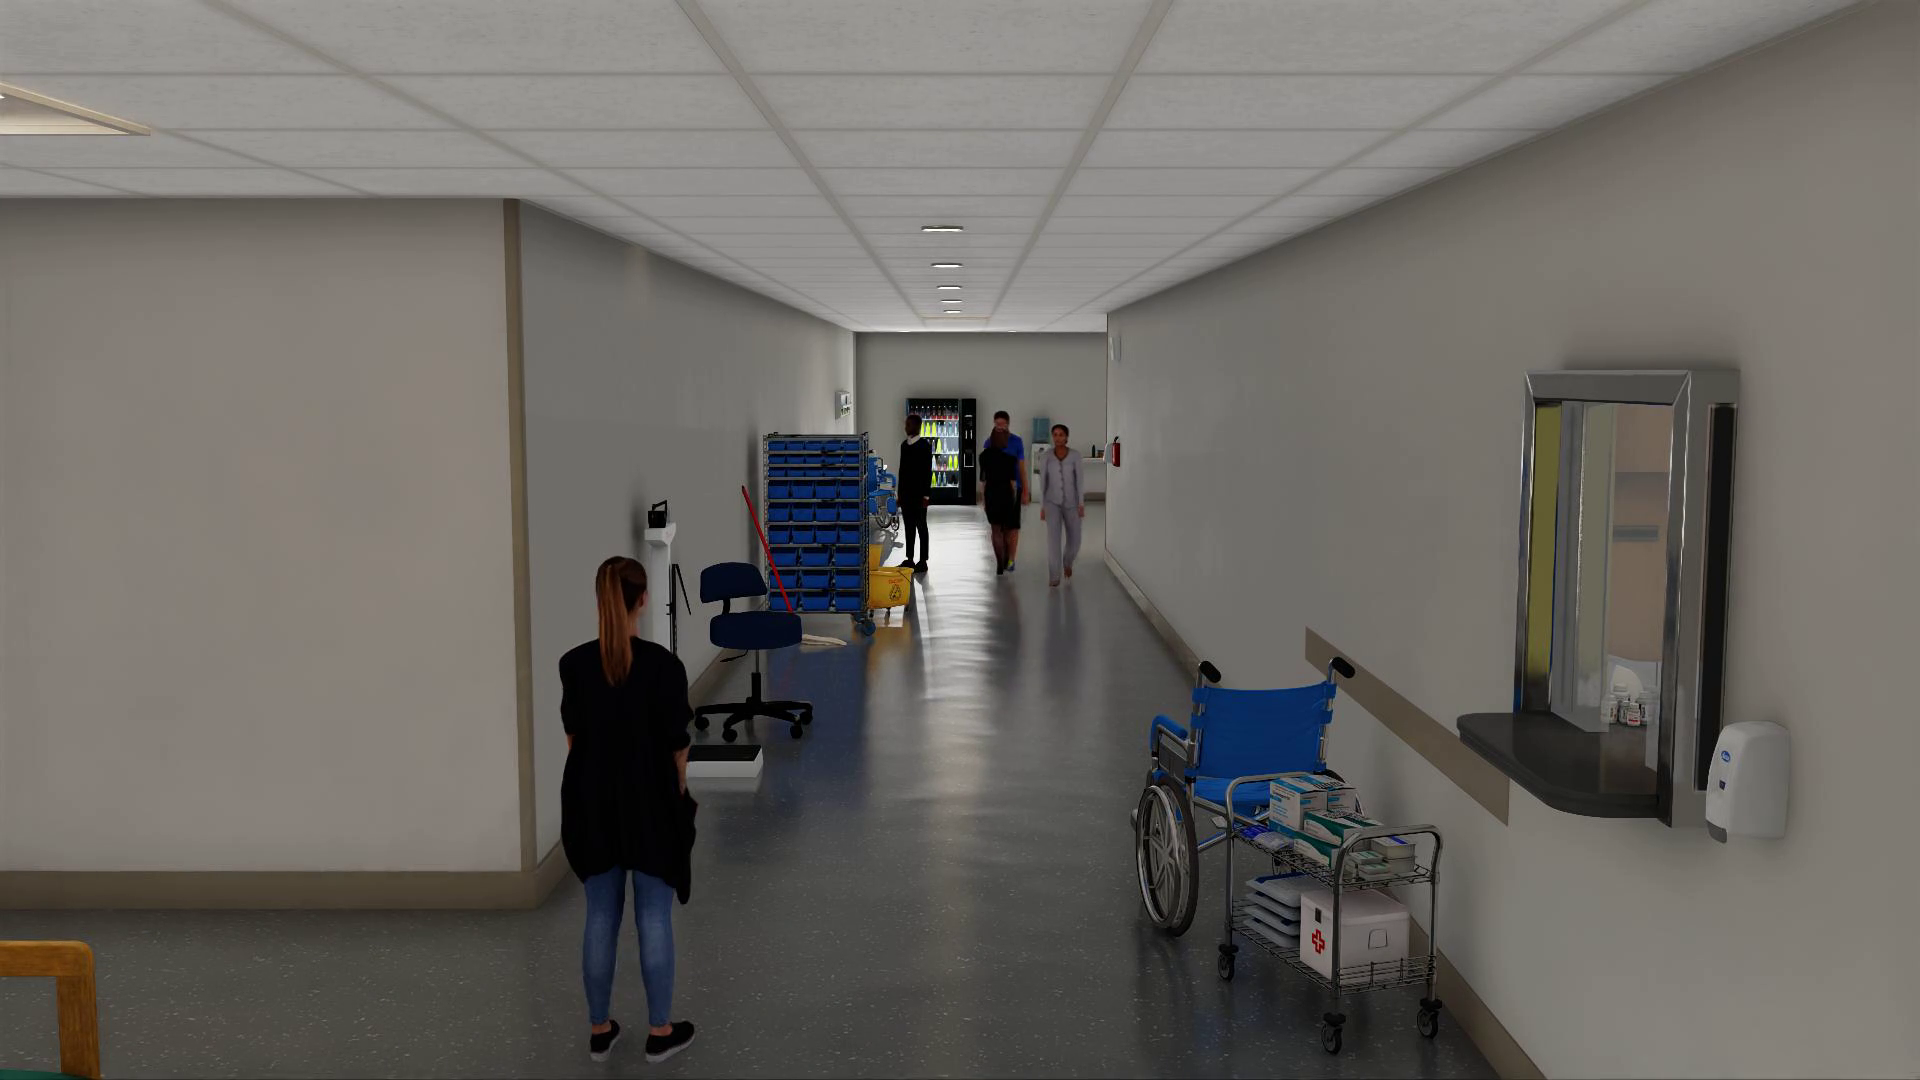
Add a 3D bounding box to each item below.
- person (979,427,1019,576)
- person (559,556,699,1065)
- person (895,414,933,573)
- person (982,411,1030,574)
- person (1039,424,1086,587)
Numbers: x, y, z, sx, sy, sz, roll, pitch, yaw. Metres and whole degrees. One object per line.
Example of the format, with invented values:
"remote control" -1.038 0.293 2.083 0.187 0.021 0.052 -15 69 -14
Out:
"person" 0.432 -0.437 18.643 0.570 1.688 0.644 0 6 3
"person" -1.104 0.886 5.504 0.539 1.684 0.717 1 6 8
"person" -0.513 -0.548 19.136 0.706 1.810 0.773 5 8 43
"person" 0.532 -0.529 18.892 0.951 1.820 0.846 1 6 13
"person" 1.105 -0.372 17.857 0.888 1.716 0.736 0 6 5
